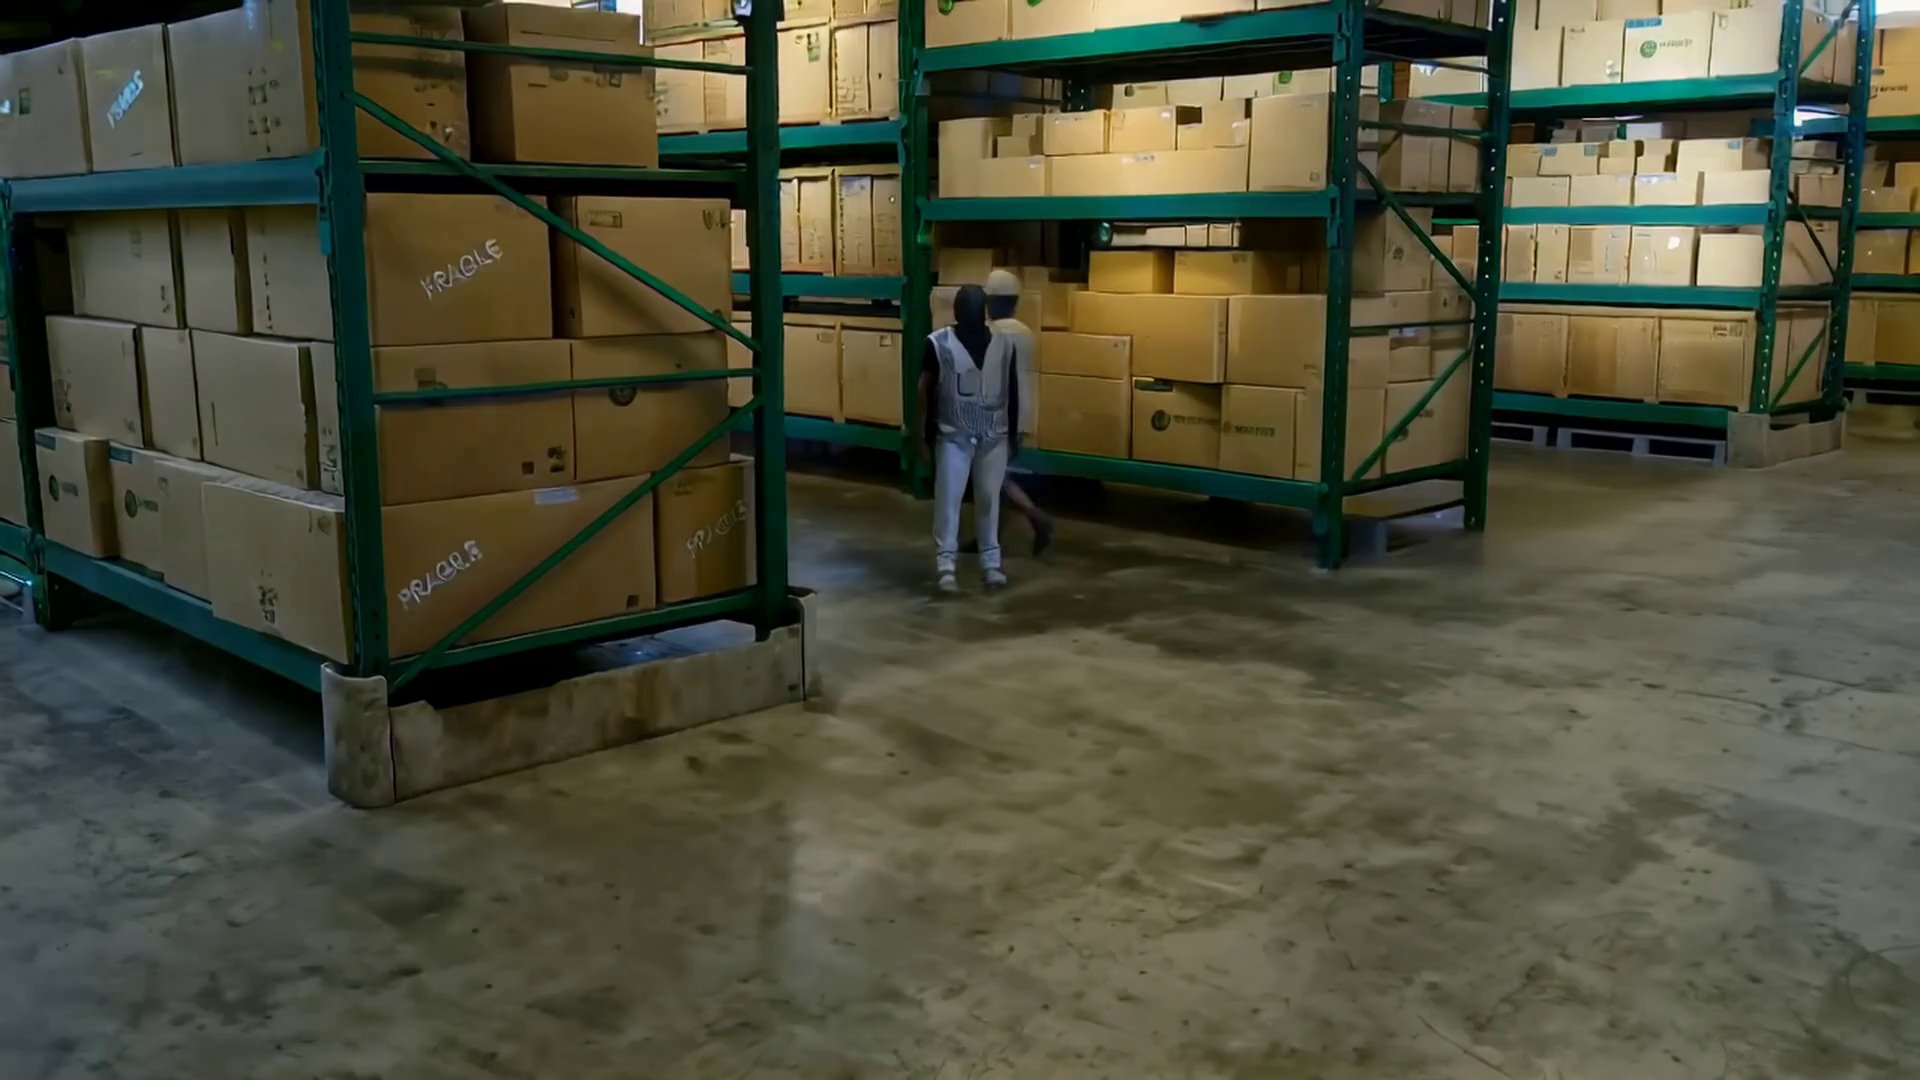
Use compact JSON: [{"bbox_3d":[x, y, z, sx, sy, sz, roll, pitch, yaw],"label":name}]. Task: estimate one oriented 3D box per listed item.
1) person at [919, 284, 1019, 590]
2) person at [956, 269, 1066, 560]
[{"bbox_3d":[0.069,-0.618,10.059,0.633,1.843,0.429,-3,11,-17],"label":"person"},{"bbox_3d":[0.337,-0.807,10.897,0.759,1.916,0.548,5,12,26],"label":"person"}]
